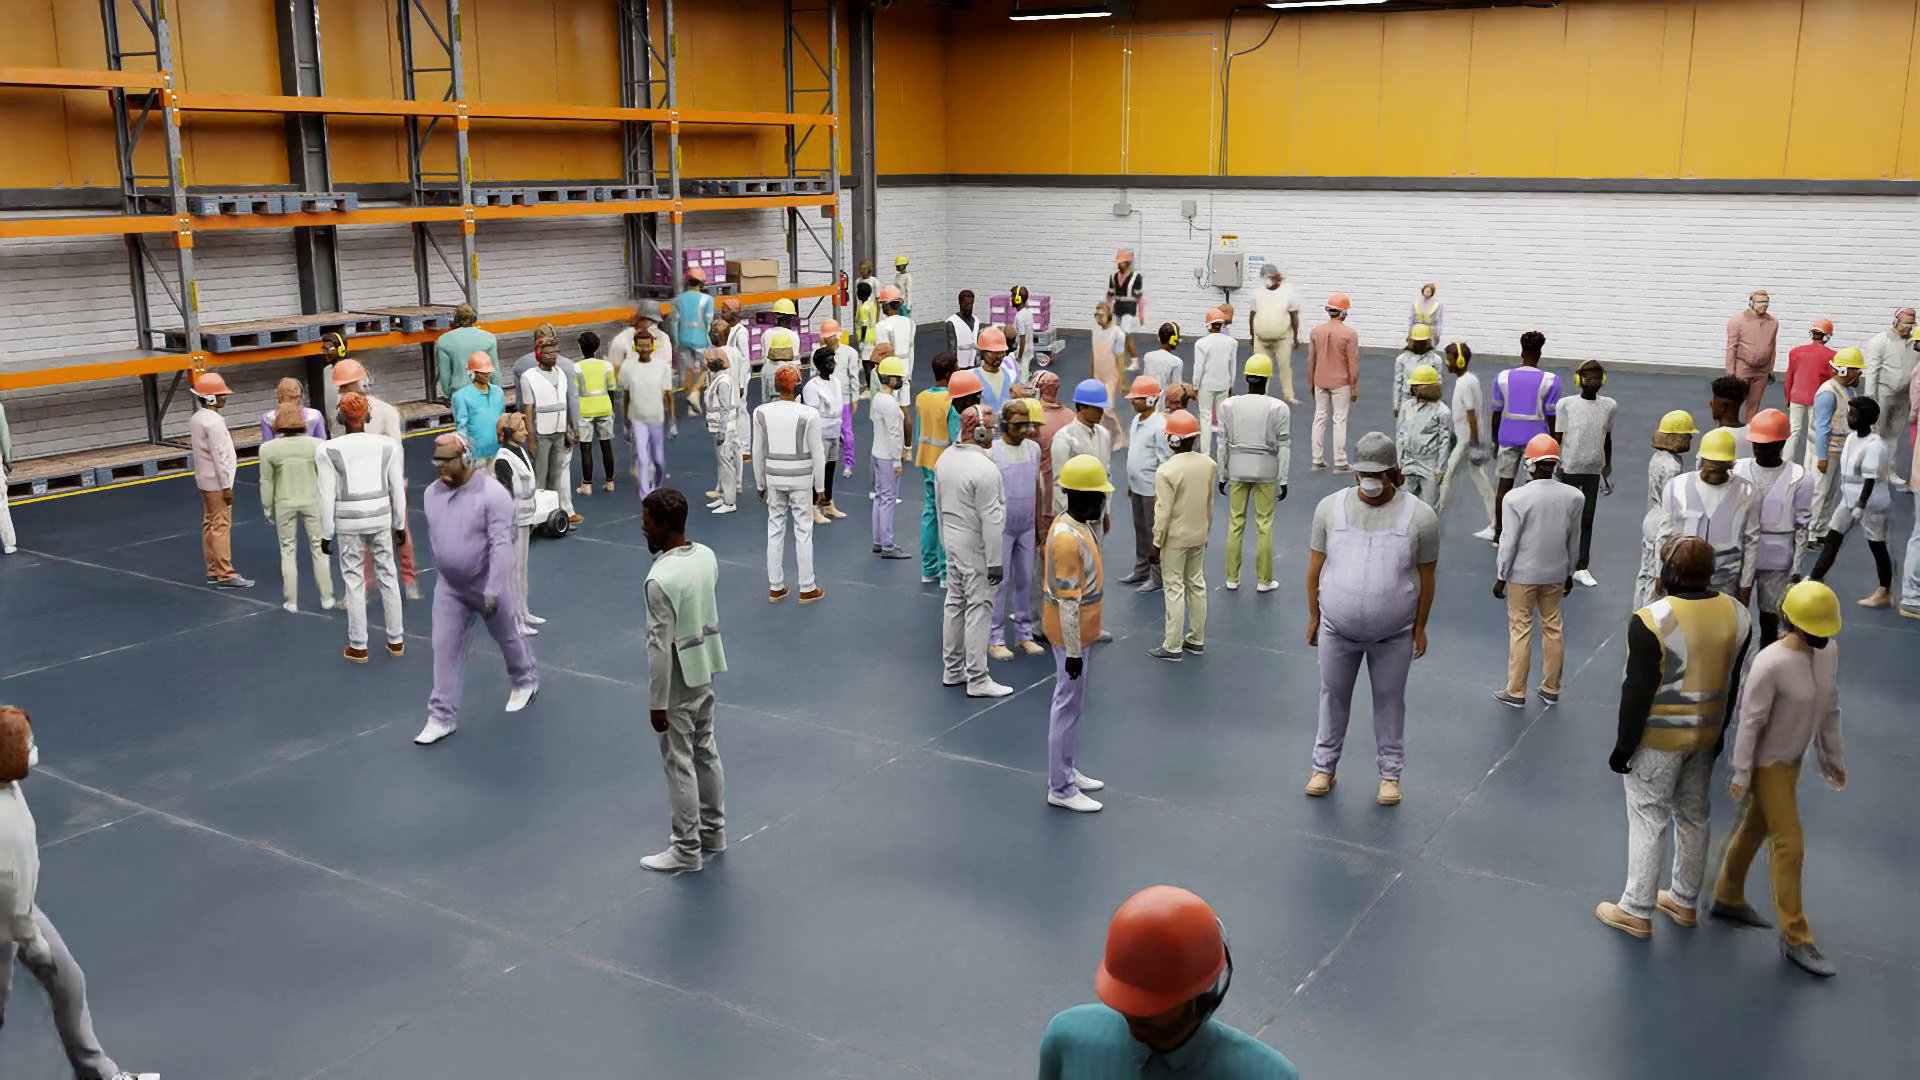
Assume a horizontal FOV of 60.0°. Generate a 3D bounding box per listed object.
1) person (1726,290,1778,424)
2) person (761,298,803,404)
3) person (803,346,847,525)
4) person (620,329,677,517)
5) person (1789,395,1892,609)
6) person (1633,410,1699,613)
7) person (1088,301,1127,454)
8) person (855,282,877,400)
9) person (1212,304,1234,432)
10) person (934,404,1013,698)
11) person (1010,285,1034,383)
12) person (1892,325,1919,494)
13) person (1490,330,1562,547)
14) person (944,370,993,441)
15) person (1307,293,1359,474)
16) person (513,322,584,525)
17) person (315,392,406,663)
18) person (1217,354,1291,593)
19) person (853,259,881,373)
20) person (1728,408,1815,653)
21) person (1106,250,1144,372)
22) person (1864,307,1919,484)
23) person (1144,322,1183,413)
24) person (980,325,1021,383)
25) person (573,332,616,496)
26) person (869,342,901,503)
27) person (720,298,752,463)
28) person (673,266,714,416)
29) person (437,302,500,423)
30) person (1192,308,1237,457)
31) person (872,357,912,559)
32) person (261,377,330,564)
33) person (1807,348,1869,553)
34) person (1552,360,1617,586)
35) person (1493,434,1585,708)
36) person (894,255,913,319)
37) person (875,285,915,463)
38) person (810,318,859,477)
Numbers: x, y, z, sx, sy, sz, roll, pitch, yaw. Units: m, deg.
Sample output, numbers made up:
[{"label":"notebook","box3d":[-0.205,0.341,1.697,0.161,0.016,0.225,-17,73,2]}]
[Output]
[{"label":"person","box3d":[9.495,-2.040,19.948,0.638,1.911,0.402,-2,13,-8]},{"label":"person","box3d":[-1.966,-1.730,18.586,0.585,1.918,0.393,12,18,43]},{"label":"person","box3d":[-1.287,-1.002,15.907,0.318,1.697,0.533,7,15,27]},{"label":"person","box3d":[-3.059,-1.177,16.373,0.518,1.841,0.822,-2,13,-10]},{"label":"person","box3d":[6.885,-0.283,12.862,0.846,1.653,0.549,0,13,0]},{"label":"person","box3d":[4.946,-0.044,11.649,0.294,1.744,0.492,2,13,8]},{"label":"person","box3d":[1.693,-1.865,19.360,0.420,1.827,0.535,-10,17,-38]},{"label":"person","box3d":[-1.357,-2.881,24.053,0.317,1.696,0.540,3,13,12]},{"label":"person","box3d":[3.349,-2.196,21.243,0.340,1.627,0.509,3,13,14]},{"label":"person","box3d":[0.105,0.067,10.811,0.403,1.906,0.651,-8,15,-30]},{"label":"person","box3d":[0.775,-2.291,21.120,0.310,1.868,0.533,3,13,13]},{"label":"person","box3d":[9.992,-1.361,17.328,0.340,1.760,0.525,10,16,37]},{"label":"person","box3d":[5.023,-0.883,14.814,0.604,1.960,0.373,8,15,32]},{"label":"person","box3d":[0.067,-0.299,12.351,0.373,1.928,0.543,-1,13,-5]},{"label":"person","box3d":[4.143,-1.736,18.436,0.611,1.996,0.387,13,18,43]},{"label":"person","box3d":[-3.876,-1.084,15.728,0.635,1.938,0.360,3,13,15]},{"label":"person","box3d":[-4.133,-0.087,11.527,0.586,1.882,0.340,-9,16,-34]},{"label":"person","box3d":[2.354,-0.531,13.356,0.590,1.927,0.367,5,14,21]},{"label":"person","box3d":[-1.512,-3.613,26.907,0.518,1.843,0.329,9,16,34]},{"label":"person","box3d":[5.026,0.127,10.485,0.550,1.933,0.373,9,16,34]},{"label":"person","box3d":[2.600,-3.667,26.826,0.637,1.980,1.065,12,18,43]},{"label":"person","box3d":[9.951,-1.528,17.743,0.636,1.902,0.406,-4,13,-15]},{"label":"person","box3d":[2.031,-1.249,16.638,0.335,1.855,0.532,-11,17,-40]},{"label":"person","box3d":[0.424,-1.228,16.595,0.429,1.837,0.629,5,14,20]},{"label":"person","box3d":[-3.806,-1.304,17.218,0.538,1.696,0.317,-9,16,-35]},{"label":"person","box3d":[-0.776,-1.189,16.855,0.264,1.632,0.508,-4,14,-17]},{"label":"person","box3d":[-2.583,-1.815,19.023,0.351,1.882,0.582,-7,15,-26]},{"label":"person","box3d":[-3.582,-2.659,22.398,0.613,2.023,0.615,4,14,18]},{"label":"person","box3d":[-5.270,-1.586,17.910,0.632,1.940,0.372,-4,14,-17]},{"label":"person","box3d":[2.918,-1.795,19.218,0.575,1.749,0.333,-6,14,-24]},{"label":"person","box3d":[-0.609,-0.718,14.528,0.306,1.766,0.533,-4,14,-17]},{"label":"person","box3d":[-5.620,-0.559,14.108,0.522,1.639,0.305,-6,14,-24]},{"label":"person","box3d":[7.744,-0.796,14.741,0.588,1.827,0.403,-12,18,-42]},{"label":"person","box3d":[5.065,-0.544,13.543,0.534,1.868,0.309,0,13,-1]},{"label":"person","box3d":[3.658,0.192,10.599,0.569,1.749,0.342,-3,13,-12]},{"label":"person","box3d":[-1.022,-4.167,29.505,0.340,1.761,0.524,-7,15,-29]},{"label":"person","box3d":[-0.775,-1.856,18.854,0.391,2.040,0.615,10,16,36]},{"label":"person","box3d":[-1.384,-1.559,18.226,0.578,1.738,0.354,4,14,16]}]
